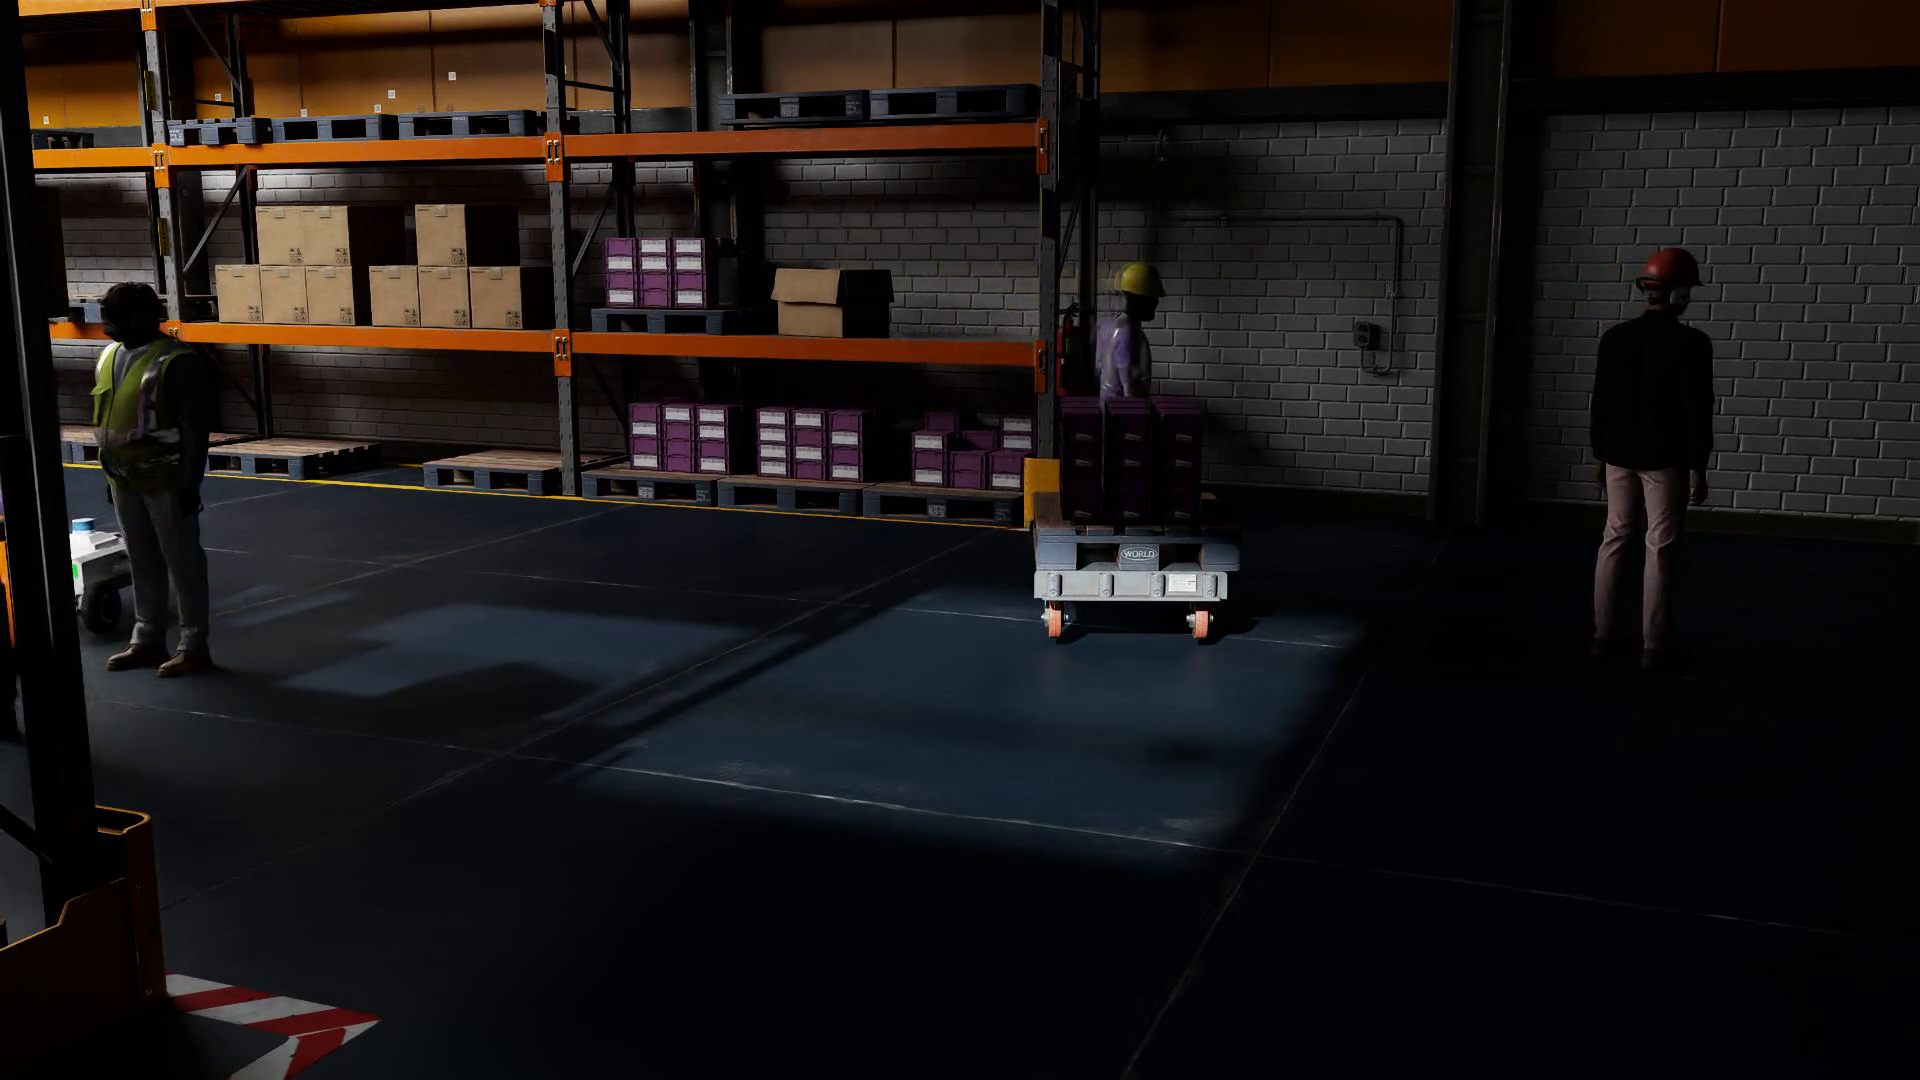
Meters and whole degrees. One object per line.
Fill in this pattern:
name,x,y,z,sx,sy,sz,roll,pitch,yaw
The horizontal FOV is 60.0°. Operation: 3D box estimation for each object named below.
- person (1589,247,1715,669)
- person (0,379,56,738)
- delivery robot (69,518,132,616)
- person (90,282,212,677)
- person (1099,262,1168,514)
person,3.312,-0.388,7.950,0.396,1.992,0.623,-6,12,-31
person,-4.067,-0.152,6.938,0.581,1.885,0.732,-7,12,-33
delivery robot,-4.623,0.128,8.807,0.477,0.478,0.707,0,10,5
person,-3.785,-0.279,7.782,0.624,1.841,0.430,5,11,26
person,1.130,-0.729,10.116,0.747,1.889,0.610,1,10,5
